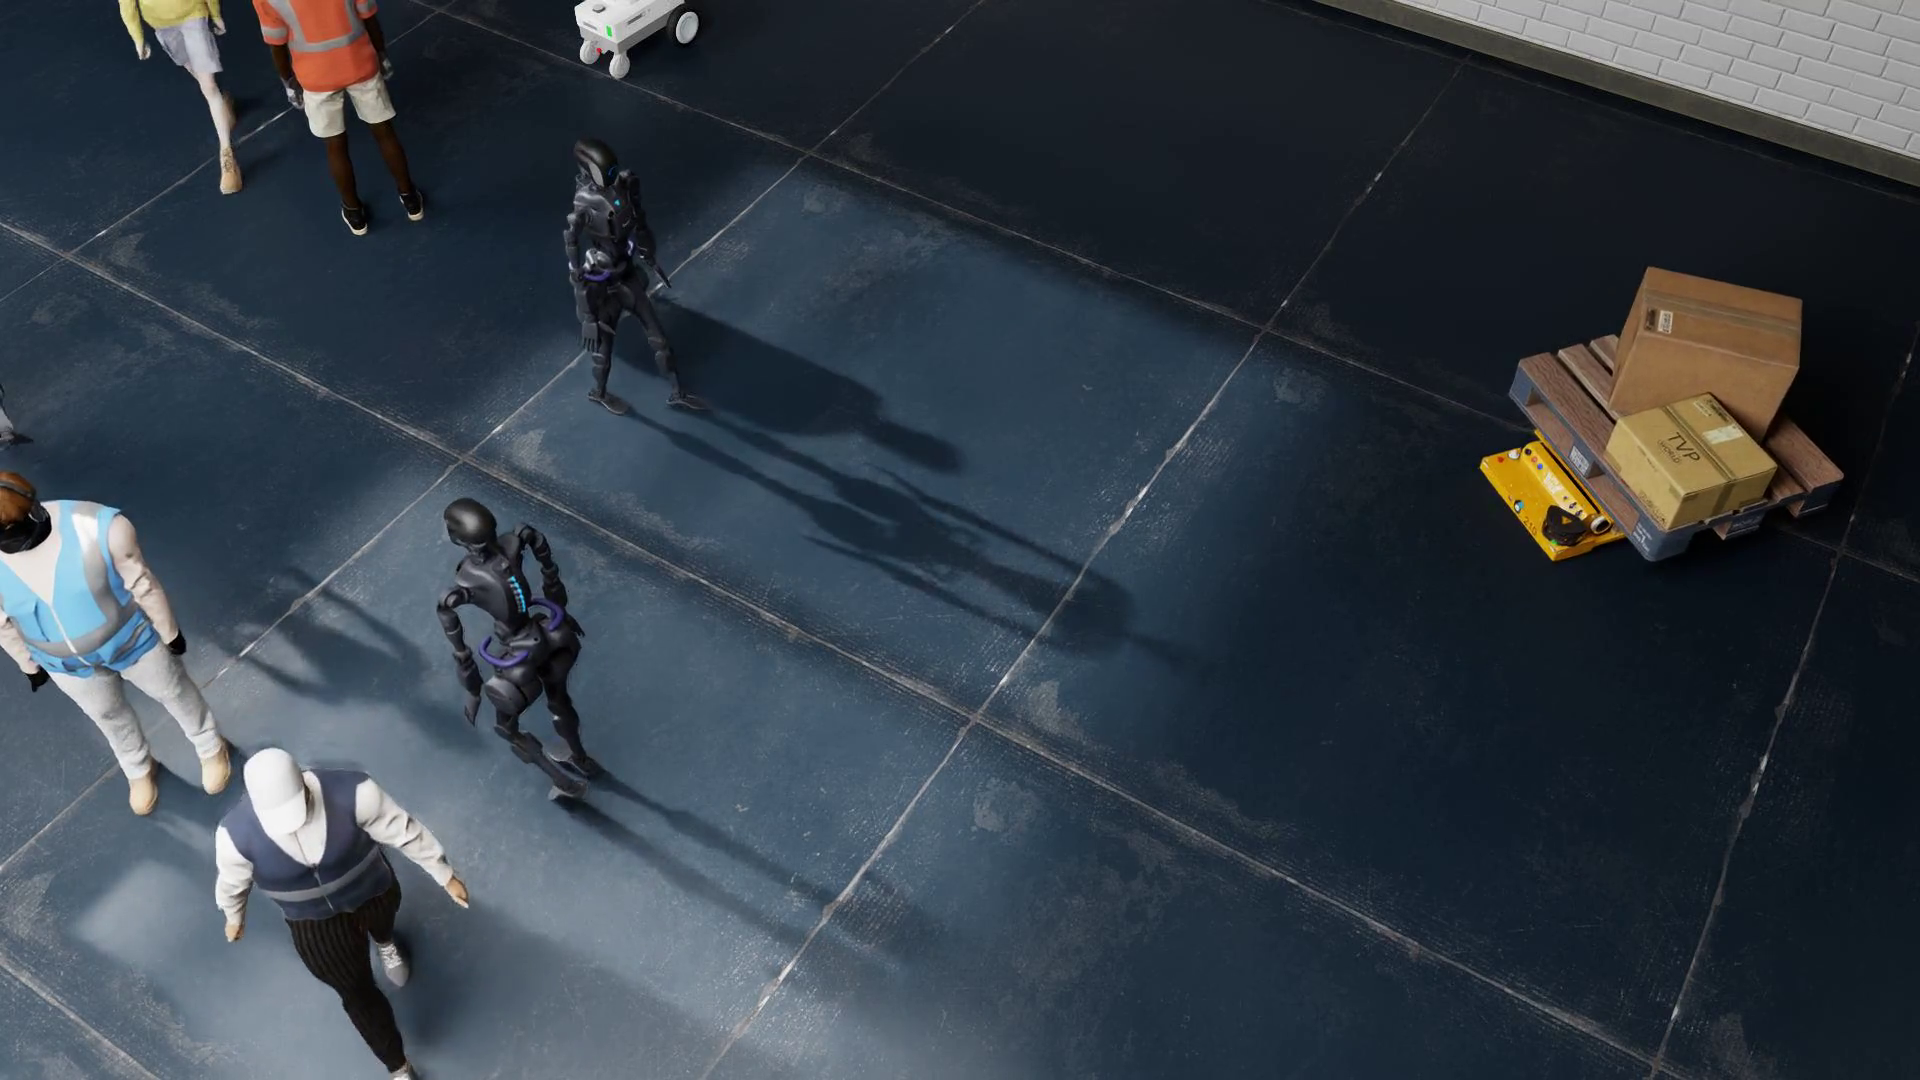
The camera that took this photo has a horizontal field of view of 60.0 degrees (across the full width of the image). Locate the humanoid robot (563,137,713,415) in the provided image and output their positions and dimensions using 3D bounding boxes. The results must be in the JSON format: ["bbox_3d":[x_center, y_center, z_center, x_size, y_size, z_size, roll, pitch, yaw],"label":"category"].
[{"bbox_3d":[-1.612,-1.208,7.945,0.646,1.636,0.589,22,52,18],"label":"humanoid robot"}]

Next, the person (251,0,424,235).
[{"bbox_3d":[-3.349,-2.538,8.918,0.602,1.955,0.387,-22,52,-18],"label":"person"}]

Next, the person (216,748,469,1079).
[{"bbox_3d":[-2.117,1.281,5.732,0.786,1.707,0.904,-23,53,-19],"label":"person"}]

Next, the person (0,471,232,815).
[{"bbox_3d":[-3.336,0.397,6.429,0.628,1.841,0.430,-12,50,-10],"label":"person"}]

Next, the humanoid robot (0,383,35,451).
[{"bbox_3d":[-4.840,-0.960,7.731,0.589,1.644,0.464,-33,56,-25],"label":"humanoid robot"}]

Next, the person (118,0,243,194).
[{"bbox_3d":[-4.436,-2.970,9.371,0.495,1.843,0.986,-10,50,-9],"label":"person"}]

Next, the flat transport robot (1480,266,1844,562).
[{"bbox_3d":[3.348,-0.360,8.130,1.431,0.231,0.659,-15,51,-13],"label":"flat transport robot"}]

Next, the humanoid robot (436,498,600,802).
[{"bbox_3d":[-1.683,0.451,6.476,0.380,1.648,0.584,26,54,21],"label":"humanoid robot"}]

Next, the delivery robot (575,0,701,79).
[{"bbox_3d":[-2.062,-3.343,10.560,0.499,0.614,0.803,30,55,24],"label":"delivery robot"}]
